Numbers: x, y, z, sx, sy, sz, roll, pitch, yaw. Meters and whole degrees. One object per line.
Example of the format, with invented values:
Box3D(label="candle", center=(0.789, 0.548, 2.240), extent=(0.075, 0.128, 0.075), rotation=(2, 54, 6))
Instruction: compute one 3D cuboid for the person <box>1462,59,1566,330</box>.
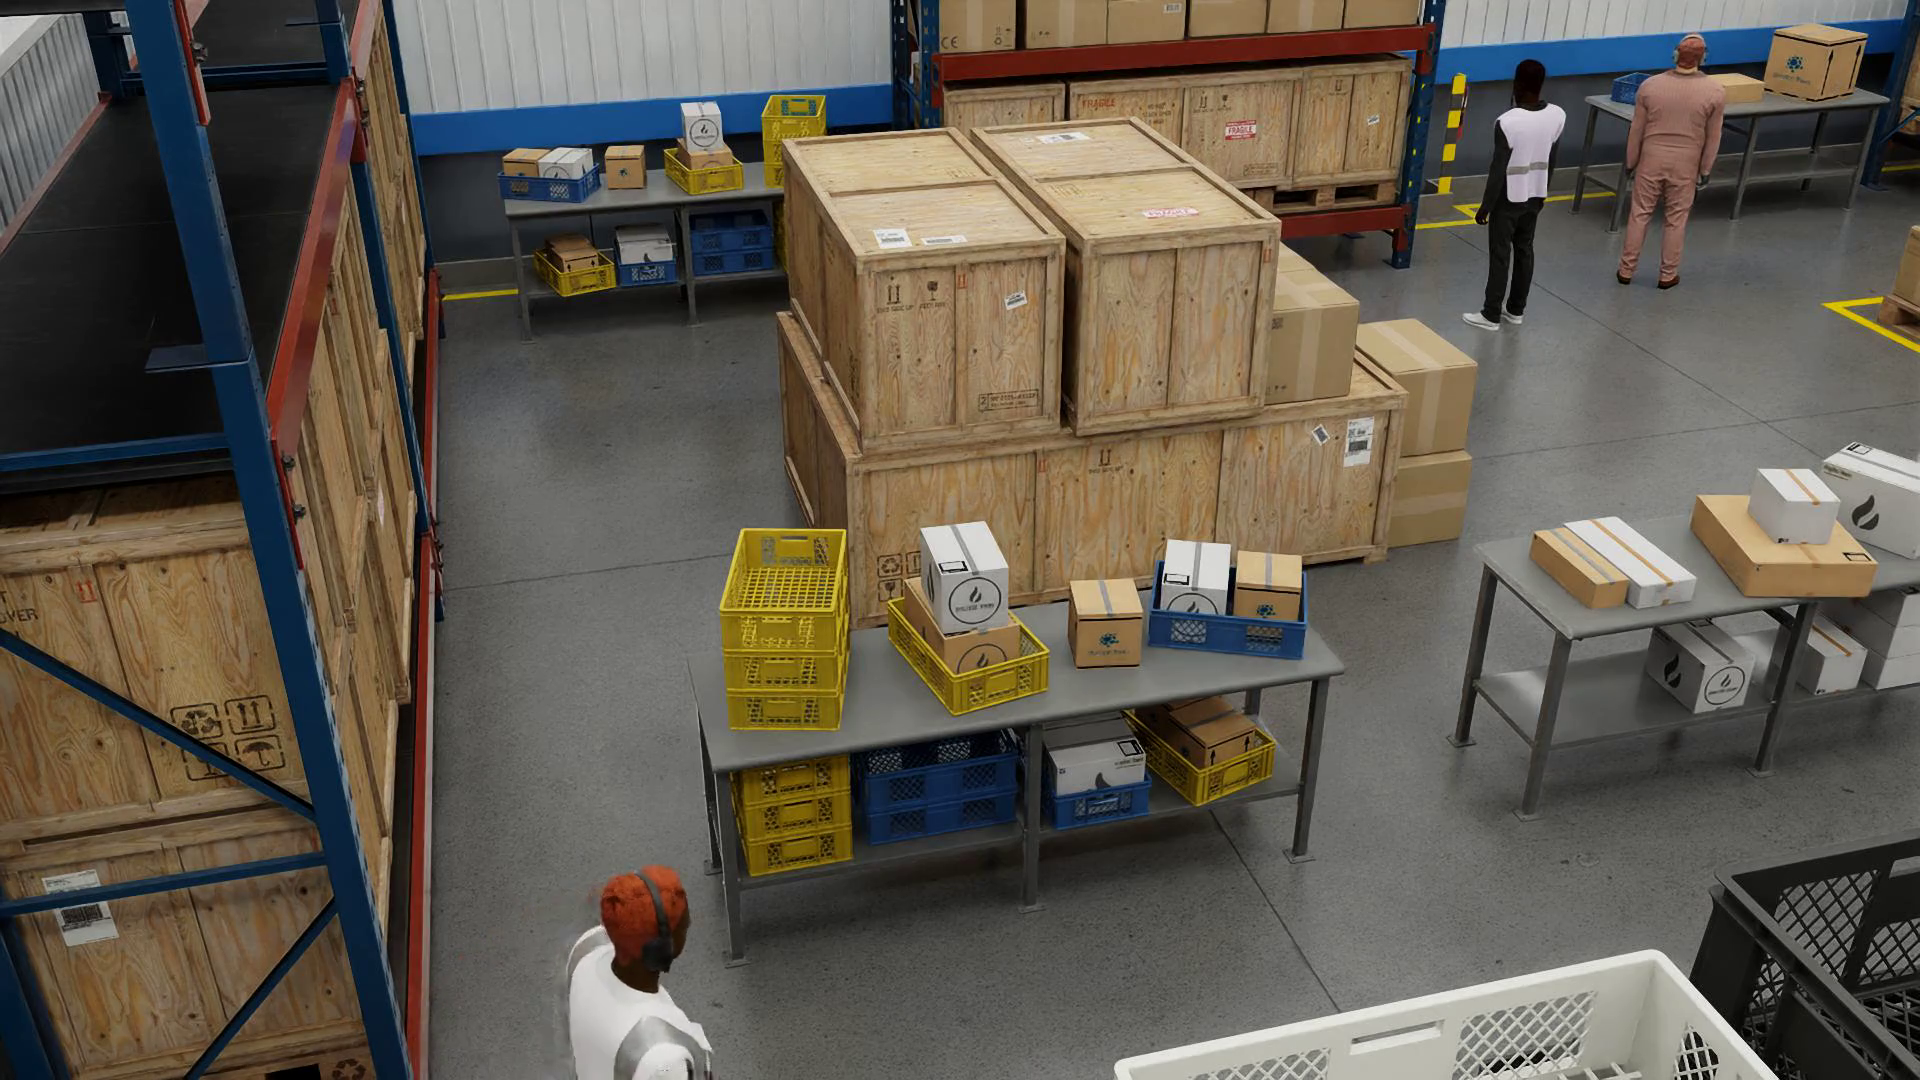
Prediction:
Box3D(label="person", center=(3.950, -2.433, 11.813), extent=(0.588, 1.917, 0.392), rotation=(-14, 32, -24))

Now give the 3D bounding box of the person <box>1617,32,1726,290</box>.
Box3D(label="person", center=(5.366, -2.854, 12.581), extent=(0.641, 1.913, 0.407), rotation=(13, 32, 23))

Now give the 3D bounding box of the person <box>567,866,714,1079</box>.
Box3D(label="person", center=(-0.726, 1.604, 4.553), extent=(0.927, 1.841, 0.571), rotation=(-22, 36, -34))
